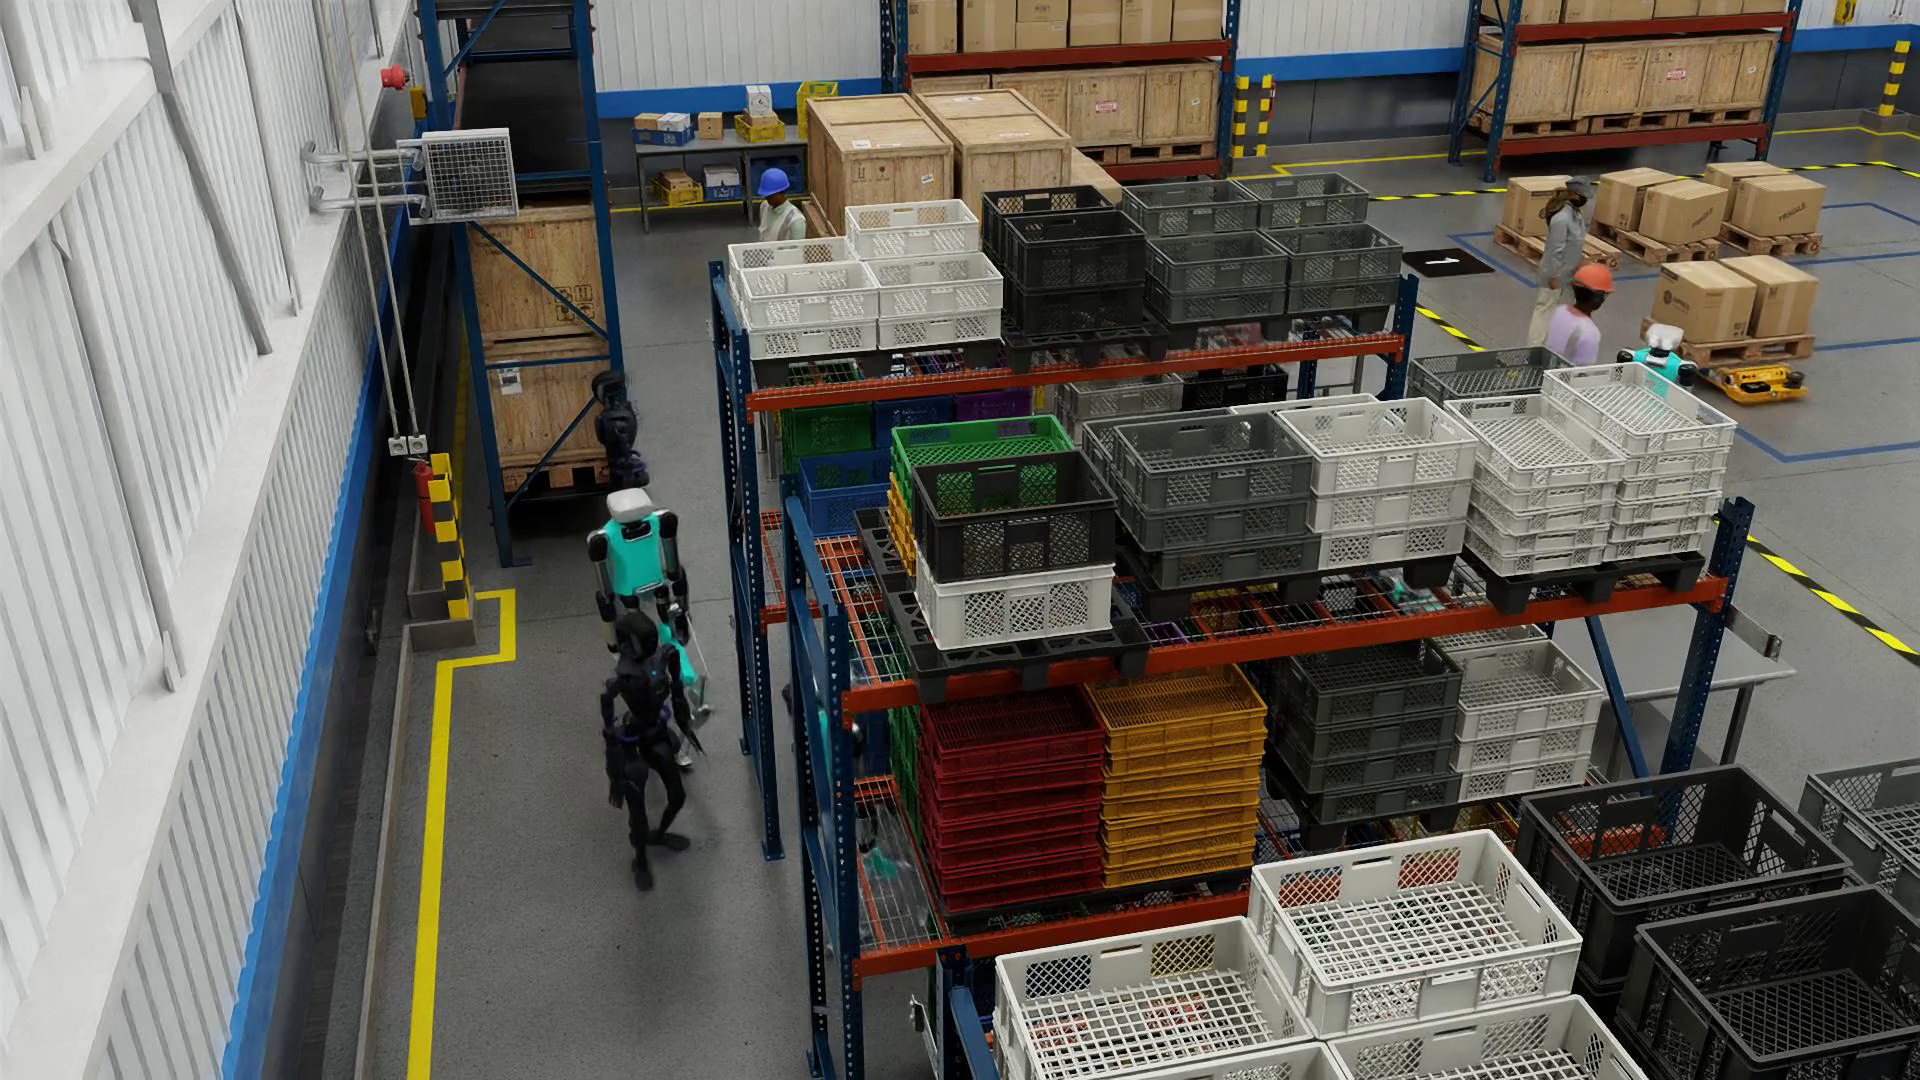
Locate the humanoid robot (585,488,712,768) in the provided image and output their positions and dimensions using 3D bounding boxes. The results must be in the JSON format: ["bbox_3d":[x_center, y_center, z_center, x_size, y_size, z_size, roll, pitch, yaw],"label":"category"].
[{"bbox_3d":[-1.680,0.611,9.337,0.558,1.820,0.670,-17,32,-29],"label":"humanoid robot"}]

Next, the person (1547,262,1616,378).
[{"bbox_3d":[4.416,-1.037,12.142,0.466,2.045,0.617,-4,28,-8],"label":"person"}]

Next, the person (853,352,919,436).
[{"bbox_3d":[-0.535,-0.779,11.794,0.356,1.882,0.574,25,37,39],"label":"person"}]

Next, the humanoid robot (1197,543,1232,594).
[{"bbox_3d":[1.698,-0.093,10.764,0.743,1.635,0.608,-1,28,-1],"label":"humanoid robot"}]

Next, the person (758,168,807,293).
[{"bbox_3d":[-1.573,-2.336,14.696,0.410,1.935,0.605,-21,34,-34],"label":"person"}]

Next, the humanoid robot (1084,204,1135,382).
[{"bbox_3d":[1.424,-2.193,14.750,0.608,1.638,0.642,9,29,17],"label":"humanoid robot"}]

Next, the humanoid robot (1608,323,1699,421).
[{"bbox_3d":[4.880,-0.778,11.809,0.533,1.672,0.735,16,32,28],"label":"humanoid robot"}]

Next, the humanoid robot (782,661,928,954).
[{"bbox_3d":[-0.409,1.309,8.087,0.829,1.872,0.552,-22,35,-35],"label":"humanoid robot"}]

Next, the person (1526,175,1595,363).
[{"bbox_3d":[5.425,-2.444,15.078,0.408,1.761,0.568,16,32,28],"label":"person"}]

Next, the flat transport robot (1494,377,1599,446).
[{"bbox_3d":[4.780,-1.036,14.013,0.659,0.231,1.431,-6,28,-12],"label":"flat transport robot"}]

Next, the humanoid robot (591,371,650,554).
[{"bbox_3d":[-2.264,-0.377,11.256,0.378,1.640,0.608,-11,30,-20],"label":"humanoid robot"}]

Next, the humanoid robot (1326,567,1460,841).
[{"bbox_3d":[2.156,0.942,8.714,1.037,1.742,0.560,-16,32,-28],"label":"humanoid robot"}]

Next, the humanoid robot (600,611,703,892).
[{"bbox_3d":[-1.632,1.042,8.555,0.424,1.640,0.602,18,33,30],"label":"humanoid robot"}]

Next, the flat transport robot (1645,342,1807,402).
[{"bbox_3d":[6.947,-1.634,15.117,0.652,0.197,1.431,-6,28,-12],"label":"flat transport robot"}]

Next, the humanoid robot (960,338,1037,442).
[{"bbox_3d":[0.301,-0.503,11.319,0.531,1.693,0.725,-4,28,-8],"label":"humanoid robot"}]

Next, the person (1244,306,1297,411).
[{"bbox_3d":[2.367,-1.309,12.912,0.930,1.777,0.597,11,30,20],"label":"person"}]
